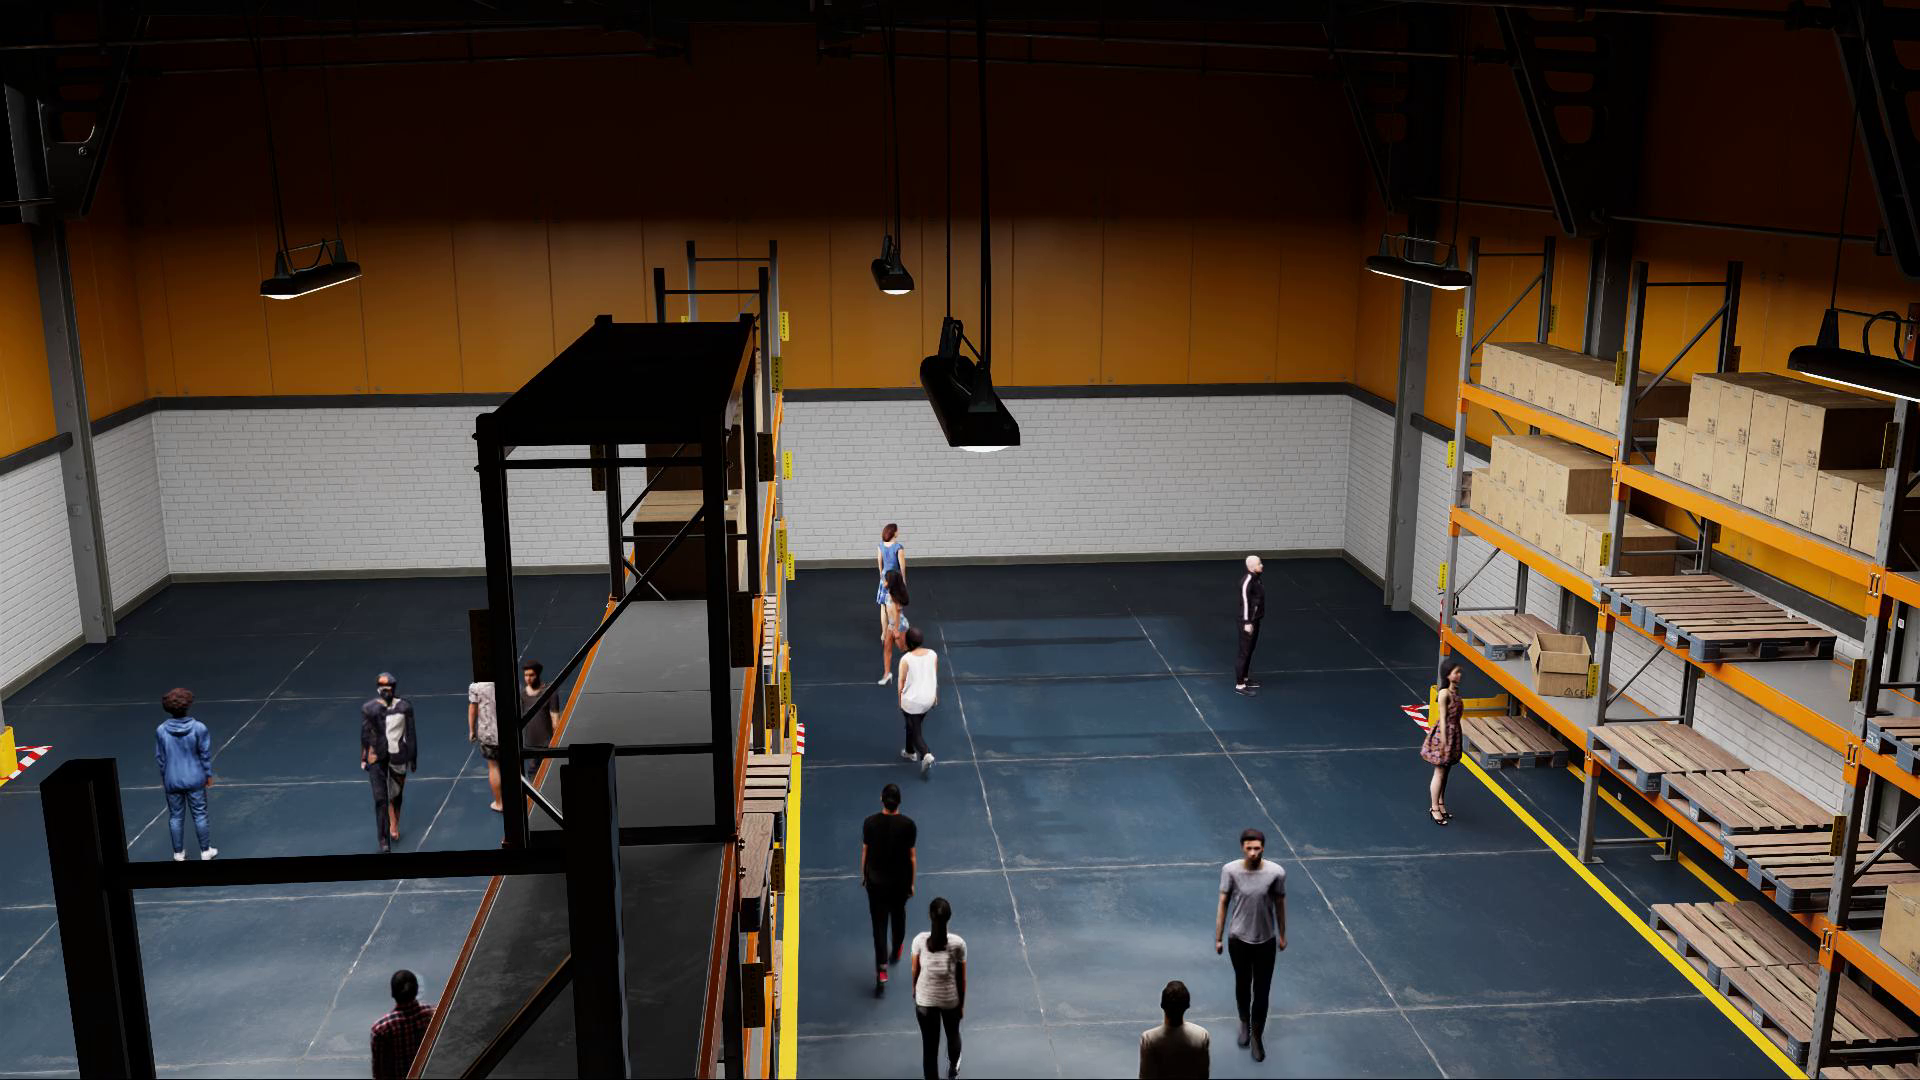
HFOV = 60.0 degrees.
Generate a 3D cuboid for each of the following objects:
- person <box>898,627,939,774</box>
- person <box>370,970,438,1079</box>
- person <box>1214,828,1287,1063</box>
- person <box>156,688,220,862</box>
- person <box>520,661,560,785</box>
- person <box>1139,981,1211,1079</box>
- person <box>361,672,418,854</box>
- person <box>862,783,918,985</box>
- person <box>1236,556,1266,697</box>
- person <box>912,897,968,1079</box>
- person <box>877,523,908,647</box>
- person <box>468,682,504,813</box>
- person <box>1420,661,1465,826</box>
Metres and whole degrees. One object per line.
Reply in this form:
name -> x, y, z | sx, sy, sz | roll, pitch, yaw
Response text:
person -> -0.480, 1.845, 19.088 | 0.997, 1.659, 1.171 | -10, 17, -35
person -> -3.681, 3.708, 11.183 | 0.771, 1.758, 0.775 | -10, 17, -34
person -> 2.341, 3.149, 13.298 | 0.839, 1.849, 0.897 | 3, 14, 13
person -> -7.755, 2.361, 16.644 | 0.695, 1.806, 0.586 | -3, 14, -12
person -> -4.471, 2.105, 17.945 | 0.811, 1.691, 1.094 | 2, 14, 10
person -> 1.403, 3.739, 10.940 | 0.672, 1.812, 0.583 | -3, 14, -12
person -> -5.868, 2.232, 17.082 | 0.923, 1.851, 1.208 | -5, 14, -20
person -> -0.628, 2.968, 14.286 | 0.674, 1.737, 1.127 | -1, 14, -2
person -> 3.784, 1.091, 21.826 | 0.821, 1.836, 0.685 | 5, 15, 21
person -> -0.166, 3.492, 12.391 | 0.638, 1.610, 0.997 | 0, 14, 1
person -> -0.961, 0.635, 23.772 | 0.747, 1.806, 0.792 | 10, 17, 35
person -> -4.960, 2.062, 17.897 | 0.804, 1.798, 0.831 | -7, 15, -28
person -> 5.163, 2.135, 17.647 | 0.864, 1.773, 0.793 | 9, 16, 32
